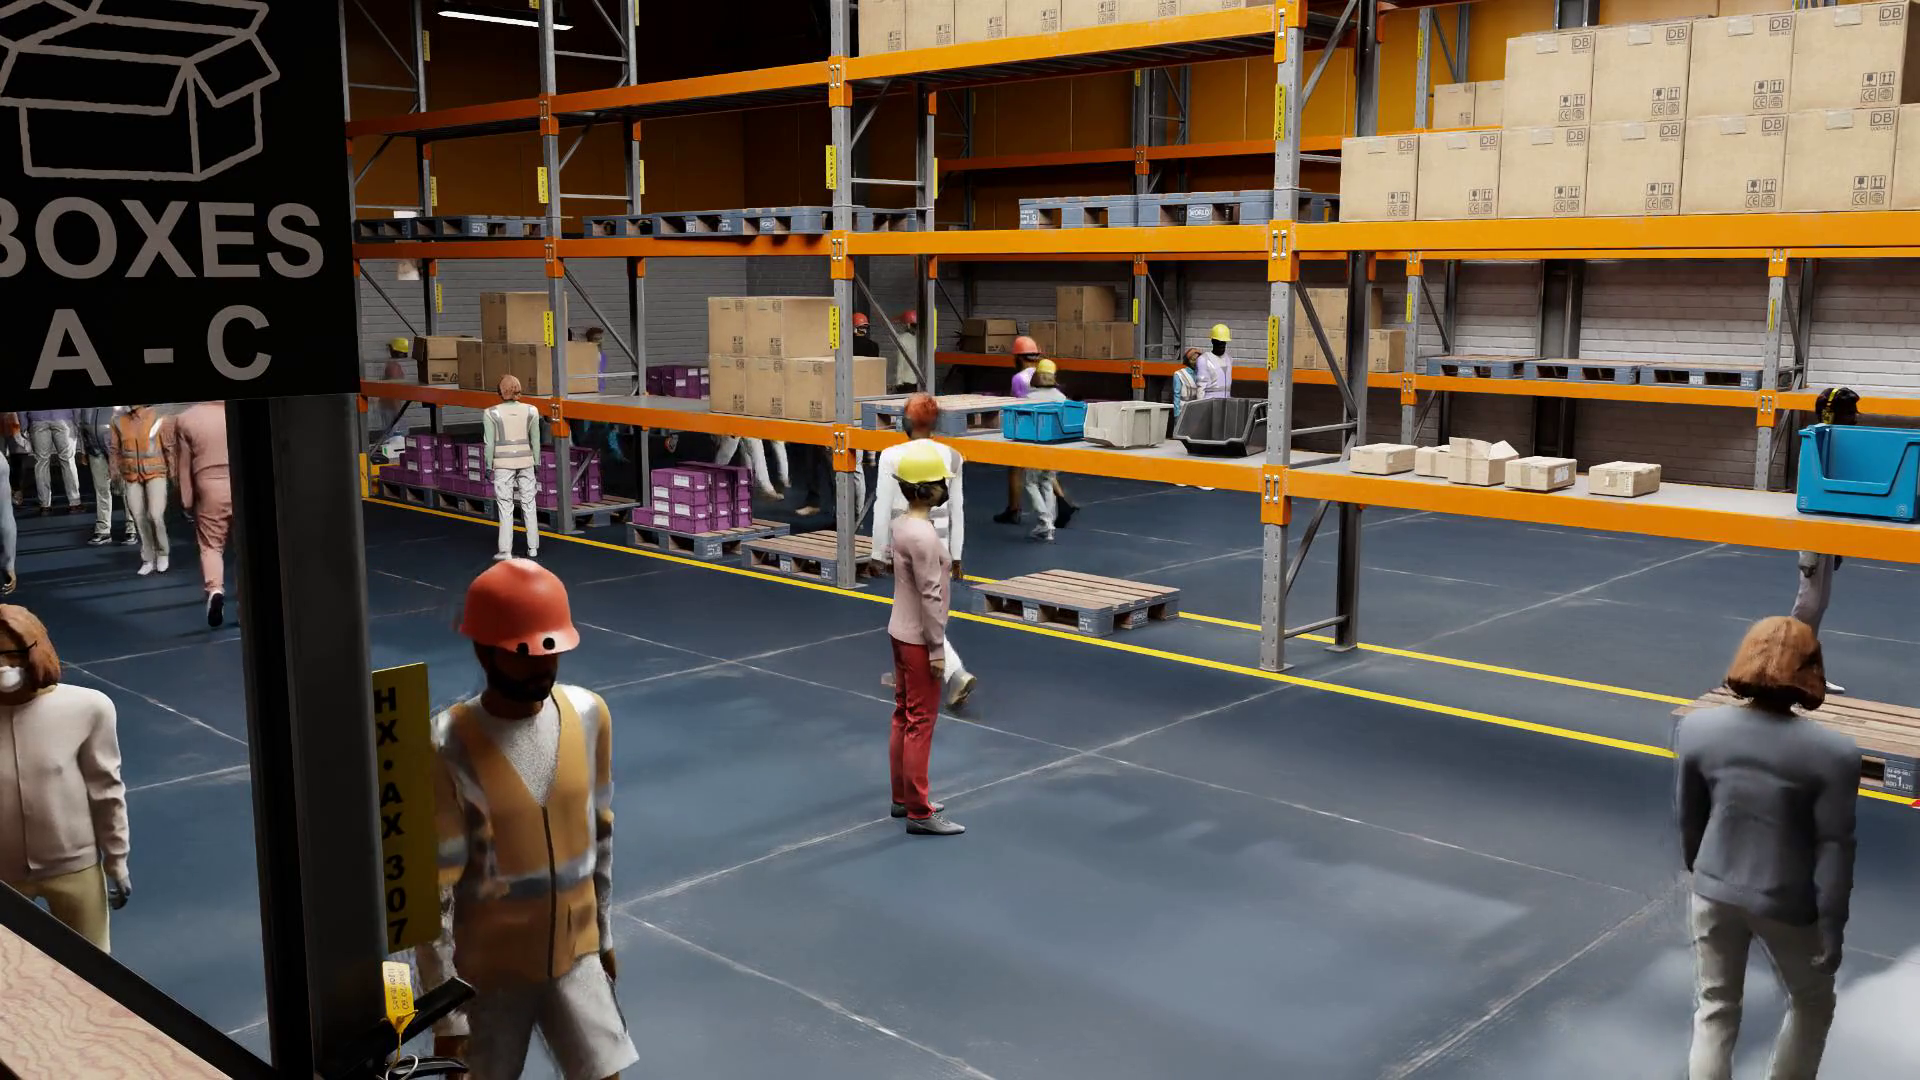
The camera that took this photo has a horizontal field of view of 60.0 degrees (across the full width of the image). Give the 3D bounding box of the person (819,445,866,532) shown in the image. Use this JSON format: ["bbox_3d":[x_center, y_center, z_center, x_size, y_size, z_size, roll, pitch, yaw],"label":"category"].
[{"bbox_3d":[-1.141,-1.041,16.208,0.364,1.939,0.636,7,11,36],"label":"person"}]

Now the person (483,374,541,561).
[{"bbox_3d":[-3.925,-0.632,14.613,0.514,1.641,0.308,-6,11,-35],"label":"person"}]

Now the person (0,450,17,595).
[{"bbox_3d":[-5.372,0.157,8.867,0.635,1.936,0.354,-9,13,-43],"label":"person"}]

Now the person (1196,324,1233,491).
[{"bbox_3d":[2.971,-1.535,19.280,0.594,1.922,0.375,-9,13,-42],"label":"person"}]

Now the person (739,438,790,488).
[{"bbox_3d":[-2.378,-1.498,19.440,0.838,1.791,0.735,5,10,27],"label":"person"}]

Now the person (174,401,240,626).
[{"bbox_3d":[-5.166,-0.290,11.734,0.647,1.897,0.598,-3,10,-19],"label":"person"}]

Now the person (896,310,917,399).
[{"bbox_3d":[-0.746,-2.254,23.497,0.536,1.983,0.629,4,10,25],"label":"person"}]

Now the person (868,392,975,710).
[{"bbox_3d":[-0.192,0.056,9.785,0.572,1.848,0.913,-8,12,-40],"label":"person"}]

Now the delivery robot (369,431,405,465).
[{"bbox_3d":[-6.933,-1.102,20.524,0.477,0.478,0.707,5,11,30],"label":"delivery robot"}]

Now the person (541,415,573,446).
[{"bbox_3d":[-5.491,-1.979,22.245,0.685,1.857,0.628,-5,11,-28],"label":"person"}]

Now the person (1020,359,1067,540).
[{"bbox_3d":[0.768,-0.842,15.681,0.528,1.708,0.349,-7,12,-36],"label":"person"}]

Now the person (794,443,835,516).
[{"bbox_3d":[-1.441,-1.145,17.252,0.629,1.812,0.369,3,10,17],"label":"person"}]

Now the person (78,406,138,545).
[{"bbox_3d":[-7.877,-0.852,15.402,0.588,1.823,0.403,0,9,2],"label":"person"}]

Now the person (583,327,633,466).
[{"bbox_3d":[-4.620,-1.813,21.334,0.876,1.802,0.559,5,10,27],"label":"person"}]

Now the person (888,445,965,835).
[{"bbox_3d":[-0.166,0.451,7.579,0.308,1.772,0.525,-3,10,-16],"label":"person"}]

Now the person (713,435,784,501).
[{"bbox_3d":[-2.446,-1.321,18.383,0.979,1.795,0.642,5,10,28],"label":"person"}]

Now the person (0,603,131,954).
[{"bbox_3d":[-2.673,0.977,4.810,0.497,1.626,0.284,-4,10,-25],"label":"person"}]

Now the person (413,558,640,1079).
[{"bbox_3d":[-0.944,0.995,3.817,0.576,1.901,0.876,-9,13,-43],"label":"person"}]

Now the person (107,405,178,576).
[{"bbox_3d":[-6.815,-0.503,13.865,0.538,1.623,0.385,-1,9,-4],"label":"person"}]

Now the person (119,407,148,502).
[{"bbox_3d":[-9.160,-1.372,18.328,0.583,1.907,0.537,5,10,26],"label":"person"}]

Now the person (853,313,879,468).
[{"bbox_3d":[-1.294,-1.932,21.496,0.381,1.994,0.613,7,12,38],"label":"person"}]

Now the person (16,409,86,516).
[{"bbox_3d":[-9.454,-1.217,17.287,0.629,1.939,0.372,-3,10,-19],"label":"person"}]

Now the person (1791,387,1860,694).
[{"bbox_3d":[5.142,0.023,9.905,0.314,1.866,0.535,9,13,43],"label":"person"}]

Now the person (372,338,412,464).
[{"bbox_3d":[-7.042,-1.635,20.515,0.722,1.724,0.578,-3,10,-15],"label":"person"}]

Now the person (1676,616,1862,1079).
[{"bbox_3d":[2.231,1.010,4.632,0.523,1.613,0.505,-9,13,-42],"label":"person"}]

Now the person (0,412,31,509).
[{"bbox_3d":[-10.235,-1.161,17.842,0.556,1.638,0.923,-4,10,-21],"label":"person"}]

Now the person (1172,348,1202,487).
[{"bbox_3d":[2.699,-1.447,19.614,0.514,1.639,0.311,-7,12,-38],"label":"person"}]

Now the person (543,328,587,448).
[{"bbox_3d":[-4.709,-1.629,20.021,0.601,1.881,0.879,-4,10,-23],"label":"person"}]

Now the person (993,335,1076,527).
[{"bbox_3d":[0.741,-1.069,16.486,0.884,1.914,0.560,8,12,39],"label":"person"}]
